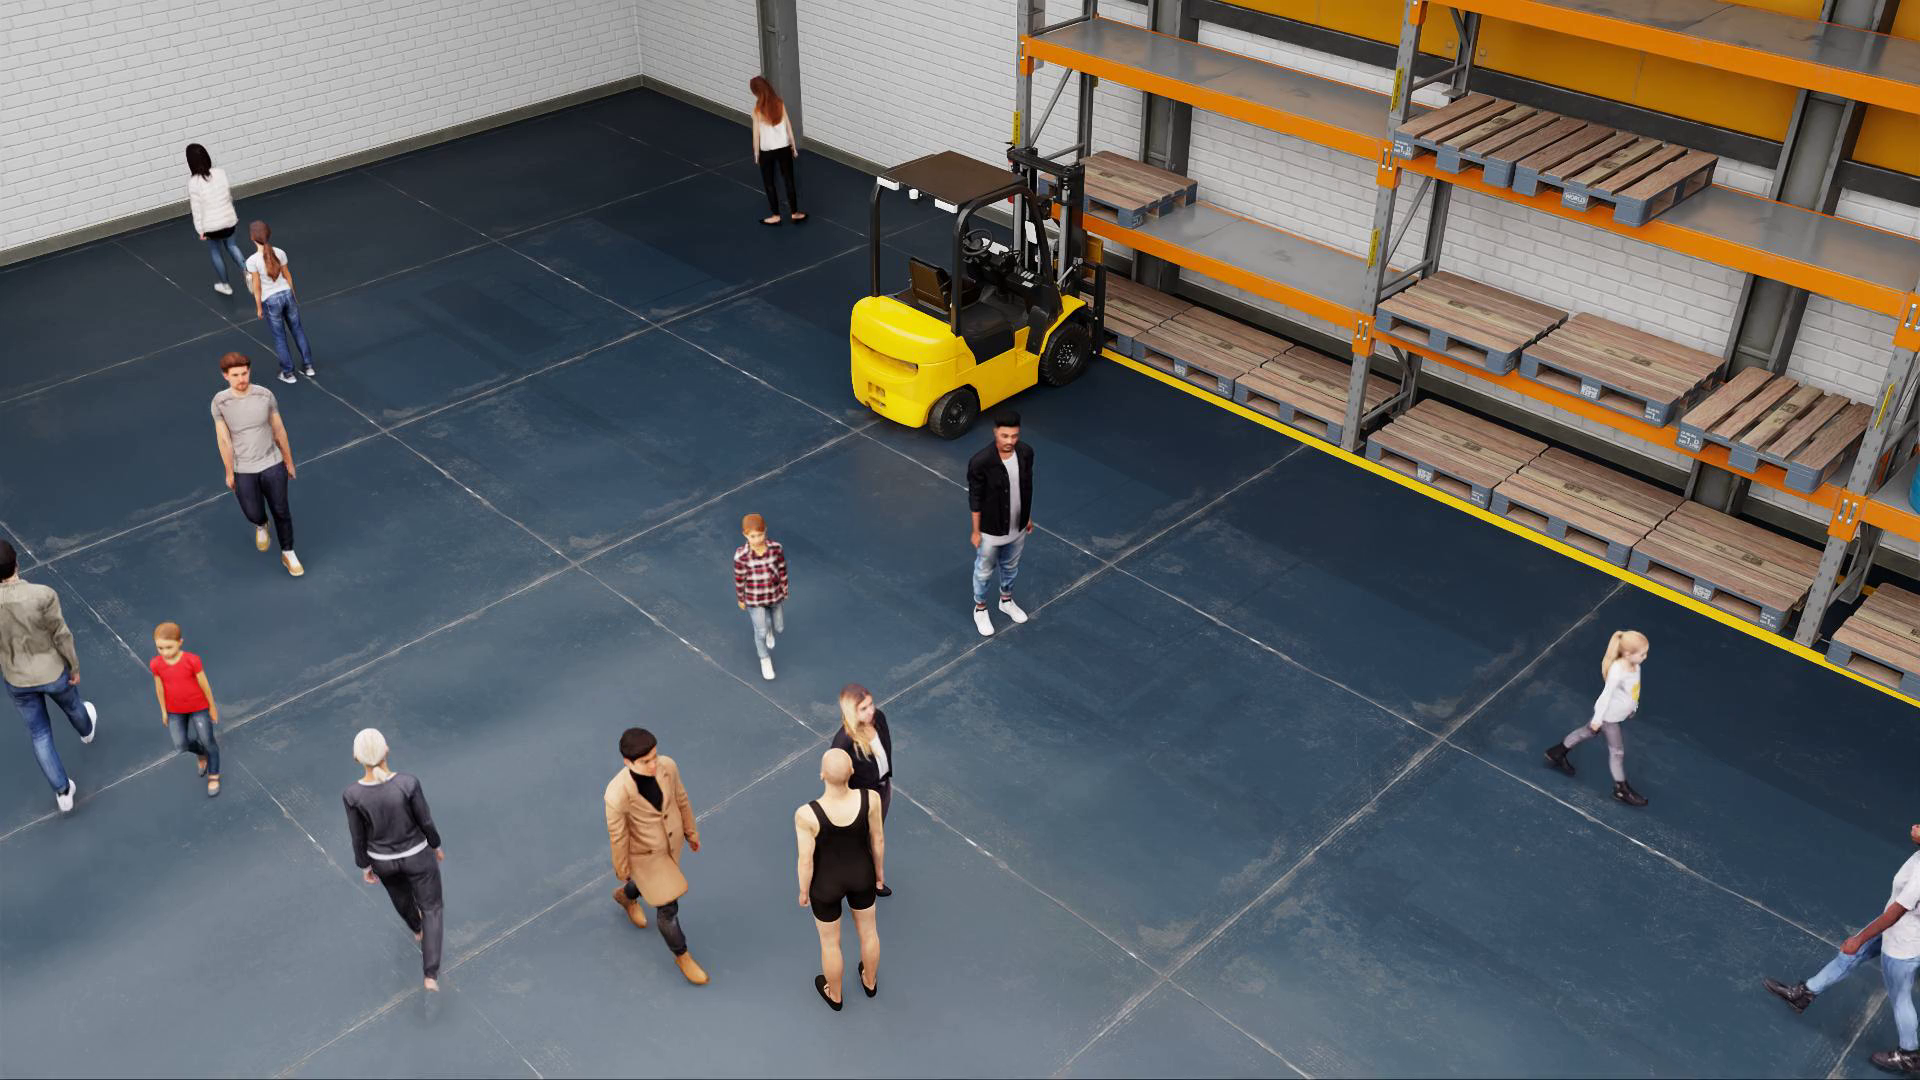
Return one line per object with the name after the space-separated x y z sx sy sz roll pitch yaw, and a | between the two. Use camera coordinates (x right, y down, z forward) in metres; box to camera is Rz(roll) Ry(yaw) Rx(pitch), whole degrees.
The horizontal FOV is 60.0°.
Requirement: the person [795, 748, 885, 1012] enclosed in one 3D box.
-0.637 1.850 9.054 0.703 1.816 0.645 -14 36 -20 | person

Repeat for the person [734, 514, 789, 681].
-1.408 0.348 11.785 0.687 1.294 0.804 -12 35 -17 | person

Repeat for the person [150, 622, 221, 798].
-4.966 1.041 10.732 0.623 1.306 0.689 -5 34 -8 | person

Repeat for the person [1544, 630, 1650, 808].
4.125 1.088 10.710 0.952 1.252 0.563 24 41 32 | person

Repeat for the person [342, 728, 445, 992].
-3.108 1.784 9.259 0.969 1.700 1.126 -6 34 -10 | person

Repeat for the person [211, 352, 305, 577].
-5.377 -0.606 12.691 0.801 1.880 0.931 -16 37 -23 | person

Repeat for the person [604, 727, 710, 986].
-1.786 1.687 9.402 1.111 1.702 0.736 23 40 30 | person

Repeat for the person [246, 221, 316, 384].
-6.323 -2.219 15.406 0.527 1.562 0.495 -29 43 -36 | person

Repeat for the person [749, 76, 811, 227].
-1.982 -4.306 18.427 0.807 1.692 0.667 -9 35 -13 | person

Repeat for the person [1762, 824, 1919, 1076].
5.016 2.145 8.728 1.145 1.685 0.754 19 38 26 | person

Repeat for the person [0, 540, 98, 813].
-5.836 0.912 10.477 1.026 1.803 1.286 -12 35 -17 | person

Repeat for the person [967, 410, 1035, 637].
0.288 -0.167 12.100 0.748 1.804 0.688 -18 38 -25 | person

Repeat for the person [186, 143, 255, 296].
-7.485 -3.217 16.851 0.883 1.623 0.675 24 40 31 | person

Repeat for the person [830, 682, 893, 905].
-0.572 1.508 9.699 0.583 1.672 0.633 20 39 27 | person
